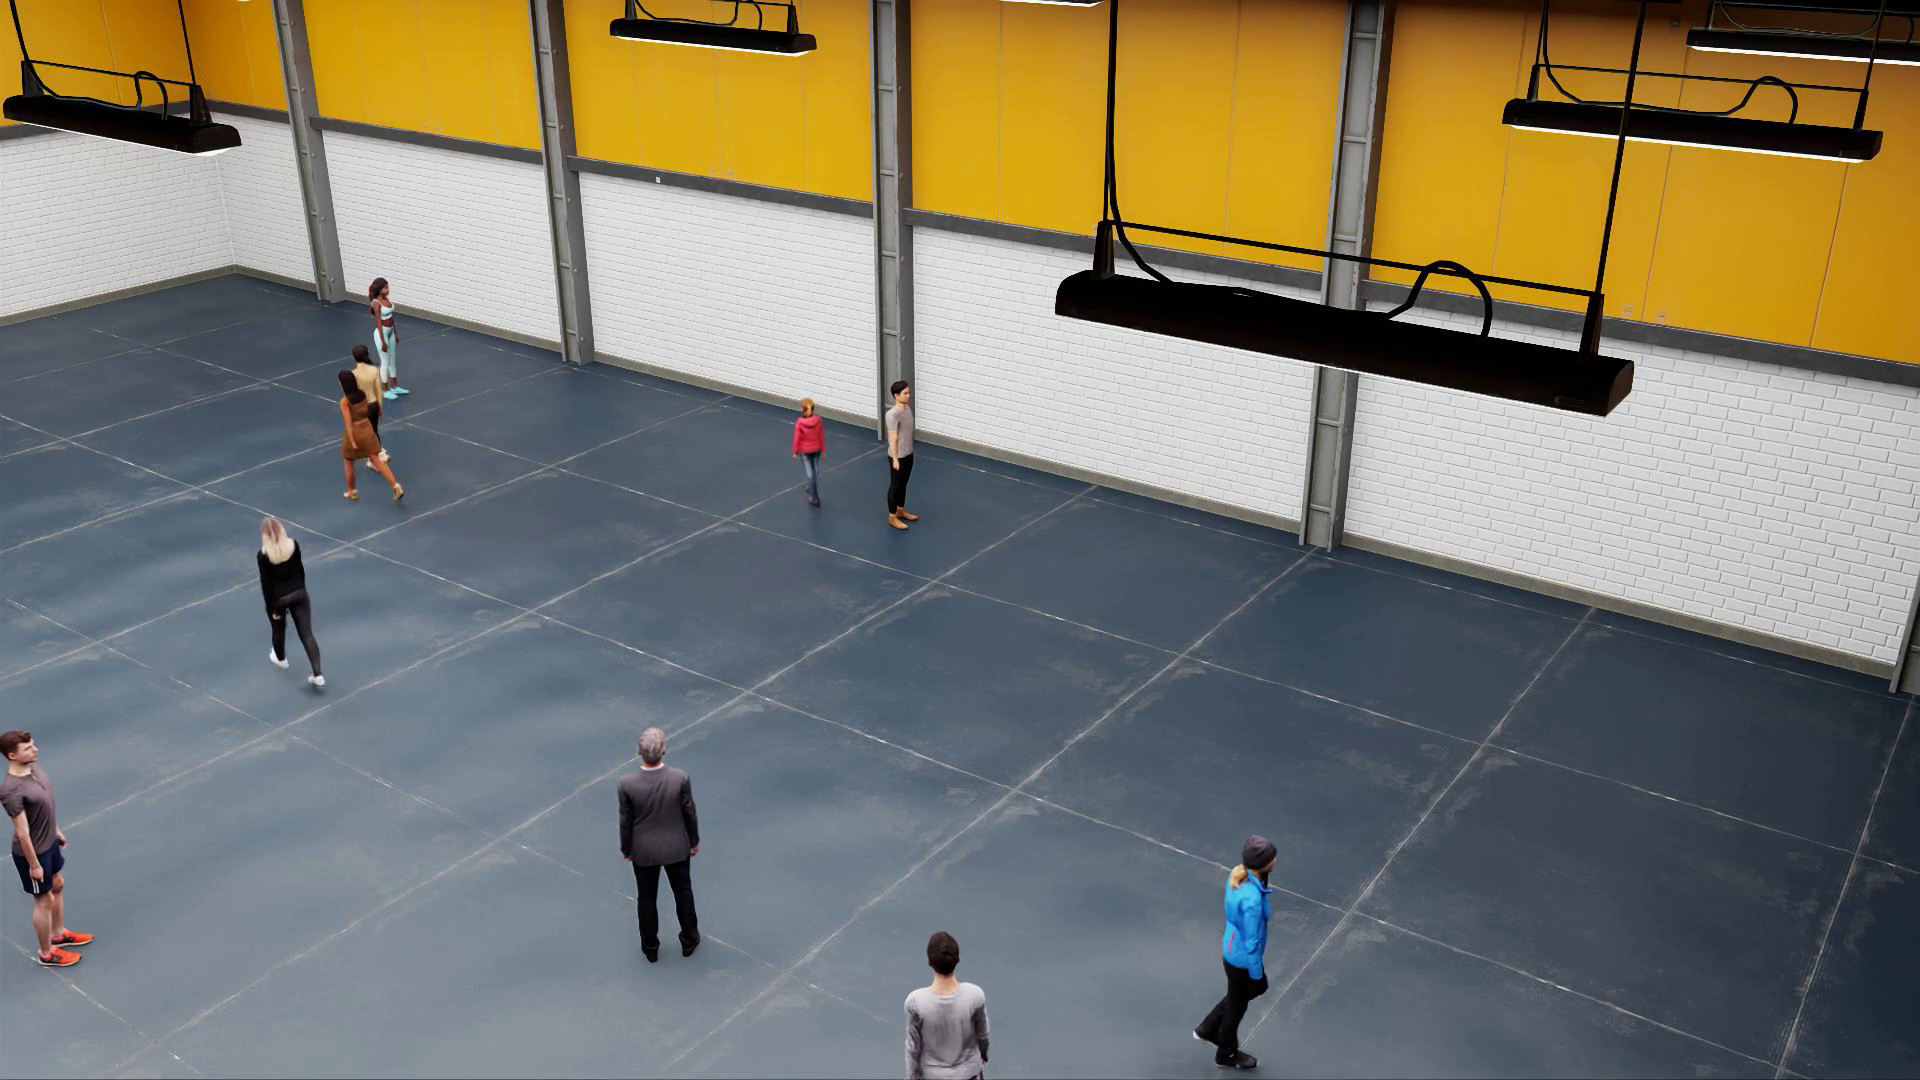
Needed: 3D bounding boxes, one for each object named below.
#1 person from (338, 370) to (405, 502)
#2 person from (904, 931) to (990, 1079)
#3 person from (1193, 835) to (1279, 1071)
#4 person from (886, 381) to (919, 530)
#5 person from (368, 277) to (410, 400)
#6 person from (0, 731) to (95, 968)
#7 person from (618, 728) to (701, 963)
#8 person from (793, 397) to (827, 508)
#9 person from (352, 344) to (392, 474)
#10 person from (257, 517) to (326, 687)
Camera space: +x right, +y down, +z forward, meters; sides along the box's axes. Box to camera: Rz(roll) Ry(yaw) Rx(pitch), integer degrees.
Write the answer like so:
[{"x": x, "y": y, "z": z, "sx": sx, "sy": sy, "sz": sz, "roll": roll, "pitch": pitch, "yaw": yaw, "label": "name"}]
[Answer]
[{"x": -6.966, "y": -1.175, "z": 19.532, "sx": 1.128, "sy": 1.650, "sz": 0.667, "roll": 11, "pitch": 26, "yaw": 24, "label": "person"}, {"x": -0.046, "y": 3.118, "z": 9.519, "sx": 1.146, "sy": 1.805, "sz": 1.095, "roll": 0, "pitch": 24, "yaw": 0, "label": "person"}, {"x": 1.716, "y": 2.648, "z": 10.612, "sx": 0.837, "sy": 1.790, "sz": 0.783, "roll": 3, "pitch": 24, "yaw": 7, "label": "person"}, {"x": -0.685, "y": -1.007, "z": 19.055, "sx": 0.582, "sy": 1.724, "sz": 0.637, "roll": 11, "pitch": 26, "yaw": 23, "label": "person"}, {"x": -8.026, "y": -2.829, "z": 23.224, "sx": 0.662, "sy": 1.724, "sz": 0.647, "roll": 4, "pitch": 24, "yaw": 8, "label": "person"}, {"x": -6.488, "y": 2.147, "z": 11.683, "sx": 0.759, "sy": 1.851, "sz": 0.702, "roll": -4, "pitch": 24, "yaw": -9, "label": "person"}, {"x": -2.113, "y": 2.138, "z": 11.715, "sx": 0.803, "sy": 1.842, "sz": 0.850, "roll": -5, "pitch": 24, "yaw": -12, "label": "person"}, {"x": -1.732, "y": -1.021, "z": 19.619, "sx": 0.713, "sy": 1.298, "sz": 0.834, "roll": -12, "pitch": 26, "yaw": -26, "label": "person"}, {"x": -7.263, "y": -1.591, "z": 20.486, "sx": 0.790, "sy": 1.648, "sz": 0.591, "roll": 16, "pitch": 28, "yaw": 32, "label": "person"}, {"x": -6.197, "y": 0.609, "z": 15.465, "sx": 0.797, "sy": 1.639, "sz": 1.217, "roll": -20, "pitch": 31, "yaw": -38, "label": "person"}]
